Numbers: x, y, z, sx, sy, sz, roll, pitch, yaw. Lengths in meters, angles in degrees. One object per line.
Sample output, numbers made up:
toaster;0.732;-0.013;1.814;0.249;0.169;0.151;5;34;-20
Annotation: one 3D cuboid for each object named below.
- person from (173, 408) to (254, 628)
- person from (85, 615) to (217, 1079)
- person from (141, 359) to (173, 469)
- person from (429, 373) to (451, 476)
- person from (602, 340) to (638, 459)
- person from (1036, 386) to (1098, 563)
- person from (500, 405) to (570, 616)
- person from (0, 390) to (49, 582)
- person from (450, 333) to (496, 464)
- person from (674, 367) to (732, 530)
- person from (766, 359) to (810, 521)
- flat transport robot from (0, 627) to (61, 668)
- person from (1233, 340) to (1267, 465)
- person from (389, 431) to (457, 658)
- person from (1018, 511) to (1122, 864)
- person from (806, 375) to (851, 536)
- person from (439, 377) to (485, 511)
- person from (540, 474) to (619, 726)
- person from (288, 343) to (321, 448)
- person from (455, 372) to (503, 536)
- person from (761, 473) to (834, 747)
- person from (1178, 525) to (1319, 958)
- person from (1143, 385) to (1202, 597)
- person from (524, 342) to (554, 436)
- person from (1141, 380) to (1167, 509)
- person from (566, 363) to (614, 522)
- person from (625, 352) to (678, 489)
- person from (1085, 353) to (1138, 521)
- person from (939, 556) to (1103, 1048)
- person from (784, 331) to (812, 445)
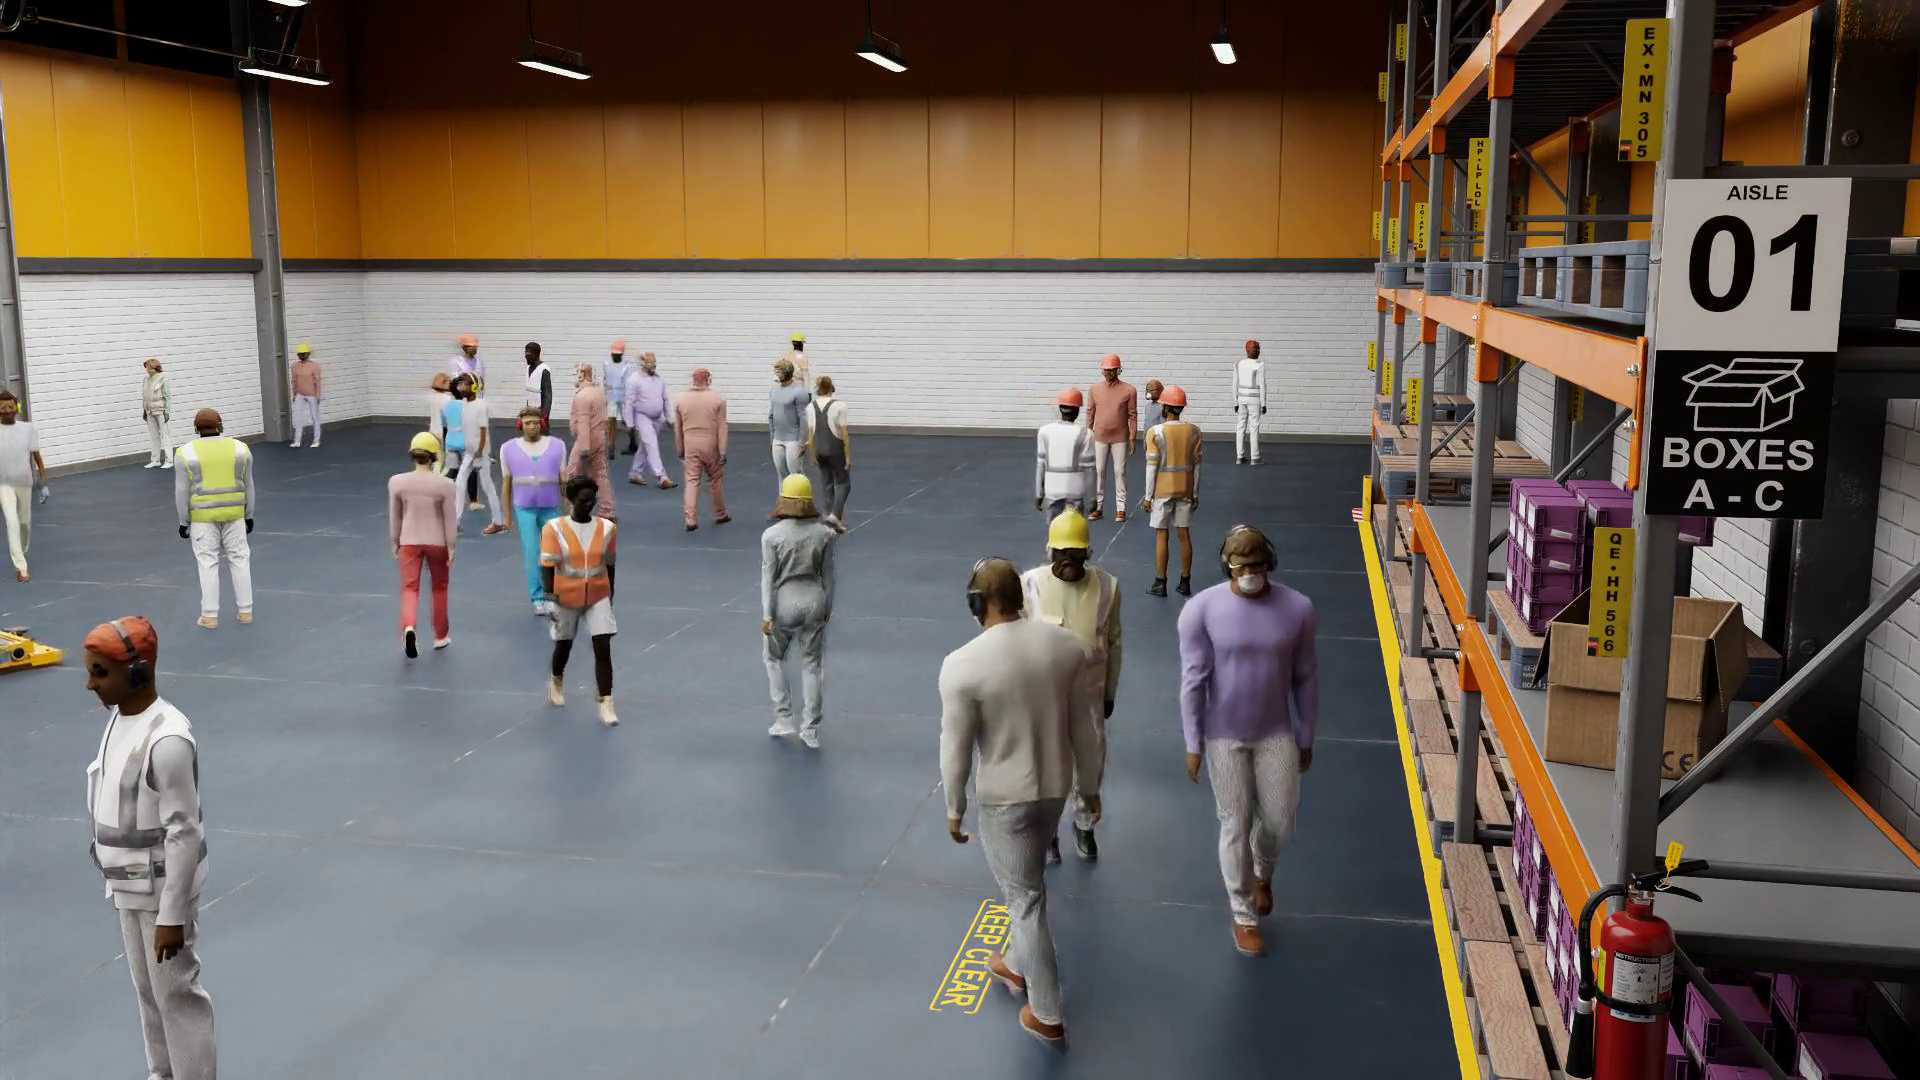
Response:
person;-6.238;-0.185;13.938;0.623;1.841;0.430;-7;12;-38
person;-2.725;1.176;5.595;0.356;1.887;0.573;-9;13;-42
person;-11.935;-1.876;24.722;0.514;1.640;0.310;4;10;22
person;-6.774;-1.383;21.820;0.509;1.620;0.364;8;12;39
person;-5.368;-2.223;26.166;0.594;1.870;0.965;2;10;13
person;1.012;-0.457;15.332;0.564;1.914;0.586;4;10;23
person;-3.718;-0.283;14.574;0.579;1.822;0.717;-4;10;-22
person;-9.179;-0.549;16.151;0.527;1.841;0.909;-7;12;-37
person;-7.537;-2.169;25.431;1.041;1.999;0.616;8;13;41
person;-2.963;-1.062;19.170;0.654;1.862;0.900;2;10;9
person;-2.010;-1.155;19.488;0.628;1.936;0.375;9;13;43
flat transport robot;-7.504;0.881;12.225;0.652;0.197;1.431;7;12;37
person;4.397;-2.077;25.197;0.358;1.885;0.572;-9;13;-44
person;-4.156;0.037;12.866;0.522;1.744;0.728;-1;10;-9
person;0.525;0.751;8.383;0.601;1.817;0.430;-1;9;-3
person;-1.470;-0.933;18.555;0.552;1.804;0.445;4;10;22
person;-6.127;-1.147;20.237;0.538;1.674;0.727;4;10;23
person;-2.559;0.366;11.135;0.534;1.665;0.832;-5;11;-27
person;-10.762;-2.351;27.263;0.553;1.733;0.791;1;9;6
person;-5.481;-0.933;18.454;0.553;1.830;0.896;9;13;43
person;-1.042;0.436;10.534;0.505;1.724;0.551;-4;10;-25
person;1.269;0.866;7.383;0.640;1.916;0.503;-1;9;-5
person;1.930;-0.445;15.206;0.551;1.936;0.356;-3;10;-18
person;-6.076;-1.900;24.037;0.370;1.915;0.596;-8;12;-40
person;2.416;-1.159;20.463;0.306;1.623;0.500;-5;11;-27
person;-4.415;-1.125;19.449;0.749;1.880;0.670;1;10;8
person;-4.204;-1.630;22.595;0.991;1.853;0.666;6;11;33
person;1.780;-1.210;19.643;0.626;1.992;0.387;3;10;17
person;0.182;1.006;6.622;0.681;1.888;0.866;-6;11;-32
person;-2.677;-2.513;27.721;0.471;1.914;0.649;-8;13;-41
